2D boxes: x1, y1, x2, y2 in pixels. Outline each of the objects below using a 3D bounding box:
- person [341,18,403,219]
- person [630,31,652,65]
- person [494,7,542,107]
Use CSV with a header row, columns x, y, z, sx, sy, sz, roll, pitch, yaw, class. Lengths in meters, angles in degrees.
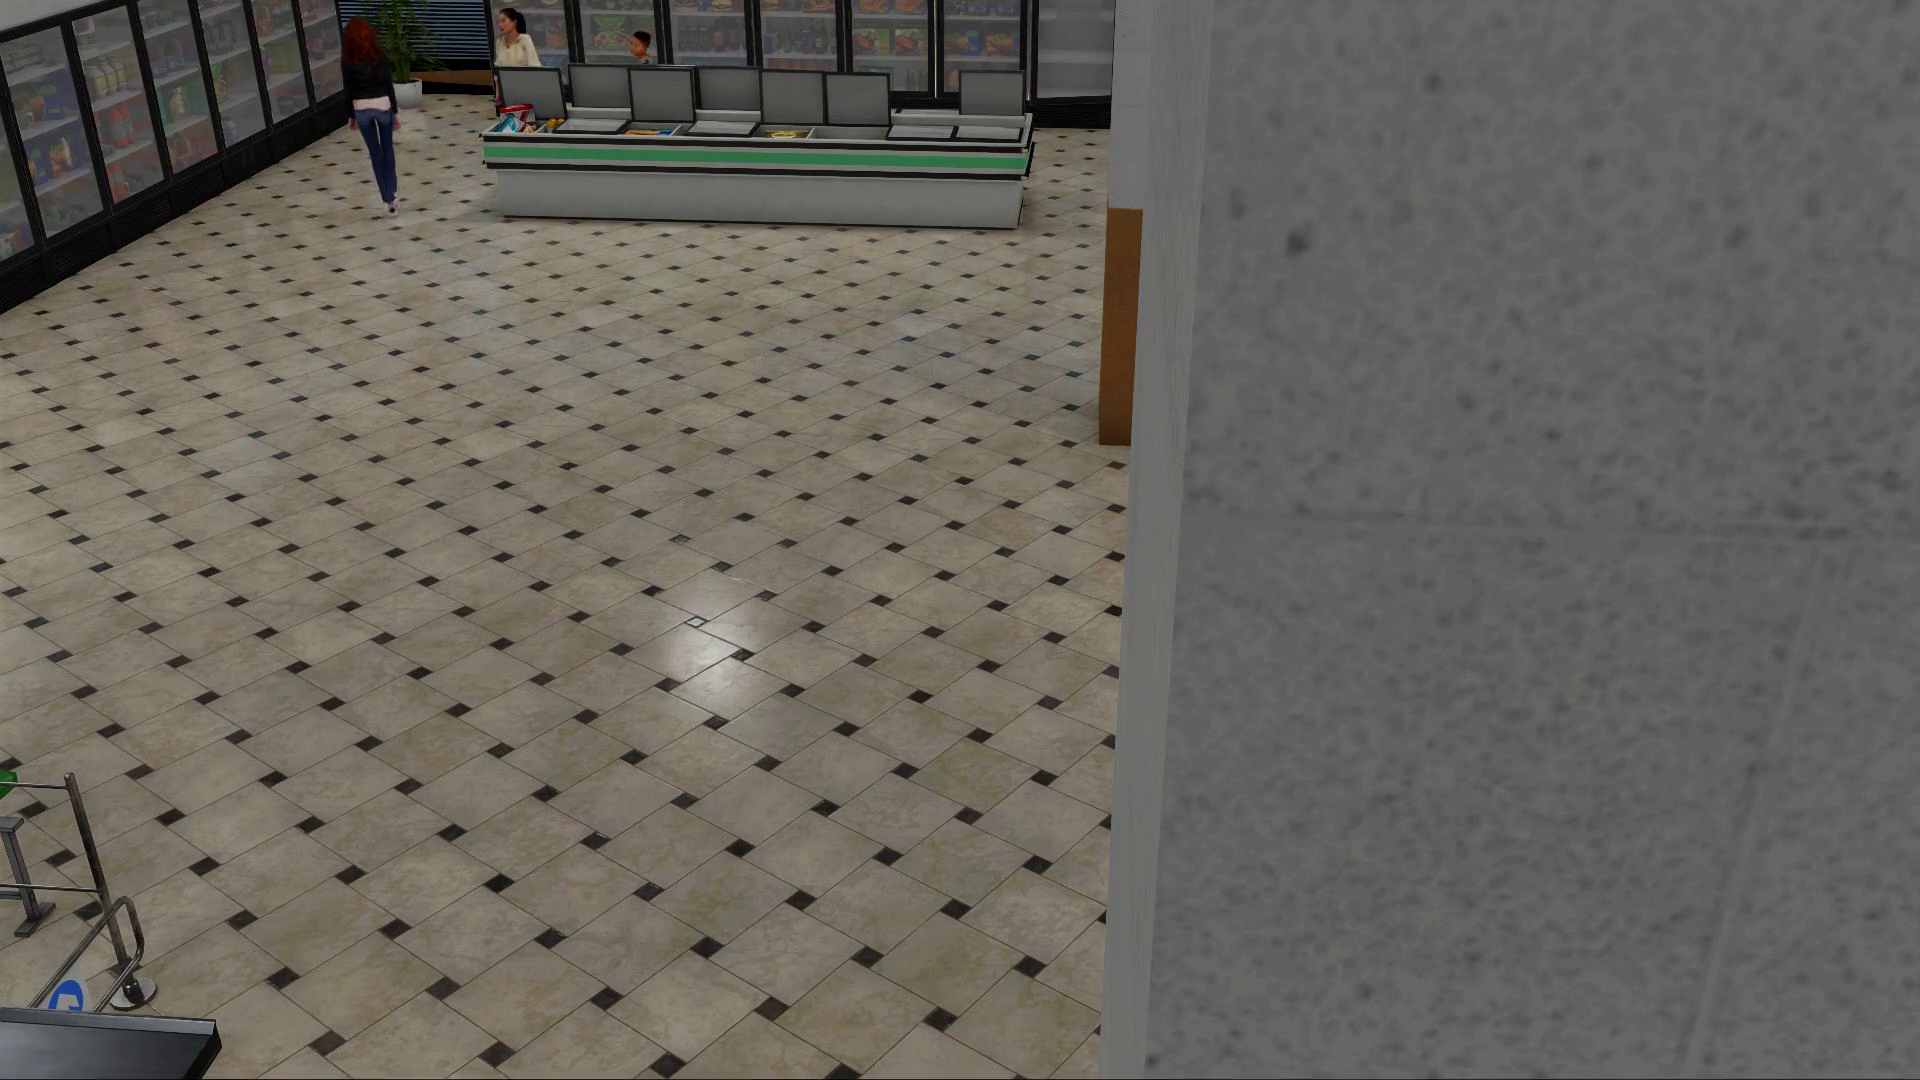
x,y,z,sx,sy,sz,roll,pitch,yaw,class
-5.304,-3.806,15.101,0.891,1.776,0.900,-13,29,-23,person
-3.188,-4.444,16.721,0.610,1.449,0.652,-2,27,-4,person
-4.335,-4.495,16.637,0.846,1.616,0.897,16,31,28,person
